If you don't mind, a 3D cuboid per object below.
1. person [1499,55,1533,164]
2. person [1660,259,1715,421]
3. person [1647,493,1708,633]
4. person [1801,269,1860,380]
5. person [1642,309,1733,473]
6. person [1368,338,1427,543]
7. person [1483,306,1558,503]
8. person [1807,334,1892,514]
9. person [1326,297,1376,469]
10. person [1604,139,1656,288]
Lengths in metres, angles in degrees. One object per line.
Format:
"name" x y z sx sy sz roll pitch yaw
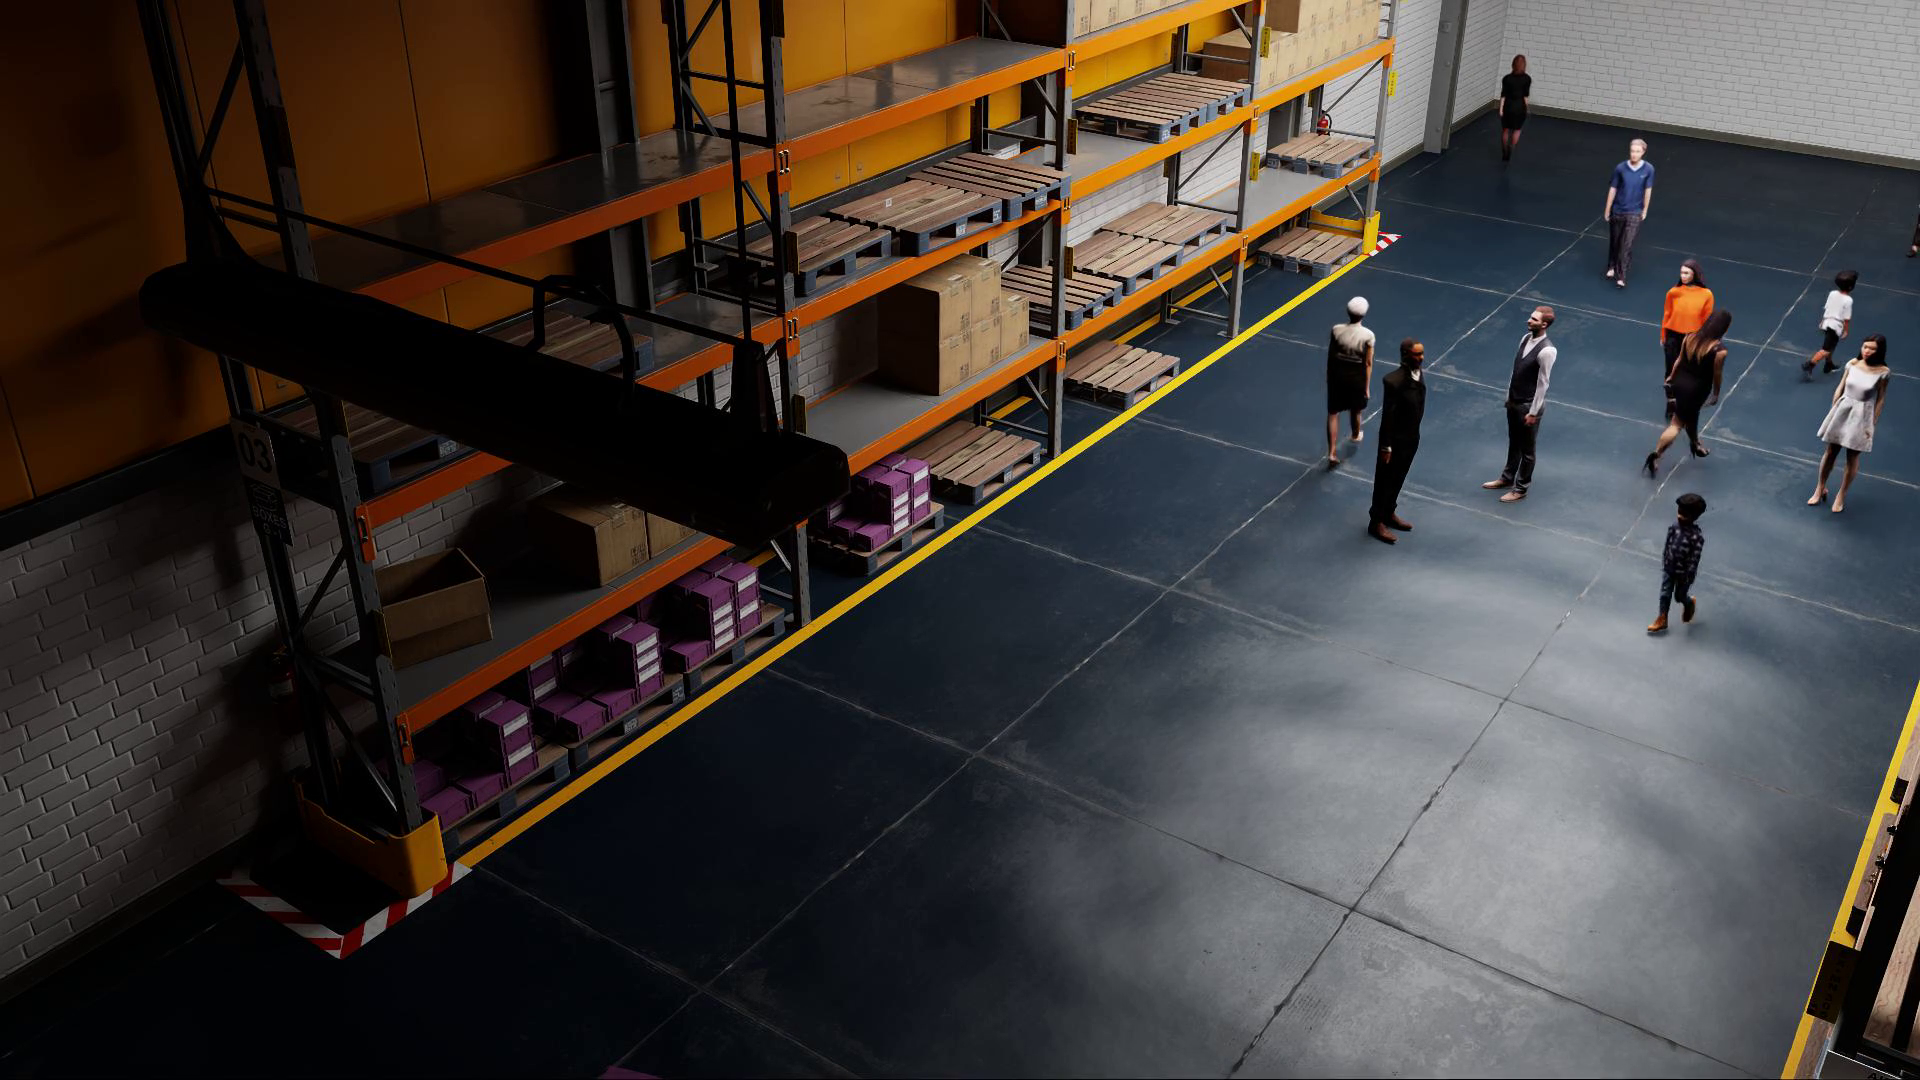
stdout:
"person" 8.601 -6.639 25.807 0.784 1.687 0.990 7 29 13
"person" 7.611 -2.132 17.500 0.658 1.728 0.712 13 31 23
"person" 5.991 0.193 13.751 0.790 1.238 0.657 -16 33 -28
"person" 9.668 -2.383 18.468 0.916 1.243 0.797 -9 30 -16
"person" 7.083 -1.403 16.246 1.217 1.649 1.064 -11 31 -20
"person" 3.986 -0.940 15.130 0.770 1.905 0.588 24 36 36
"person" 5.381 -1.314 15.782 0.790 1.938 0.741 -6 29 -11
"person" 8.344 -1.098 15.558 0.699 1.774 0.702 -24 37 -37
"person" 3.780 -1.512 16.367 0.707 1.726 1.015 15 32 26
"person" 8.482 -4.190 21.164 0.820 1.833 1.139 11 31 20
